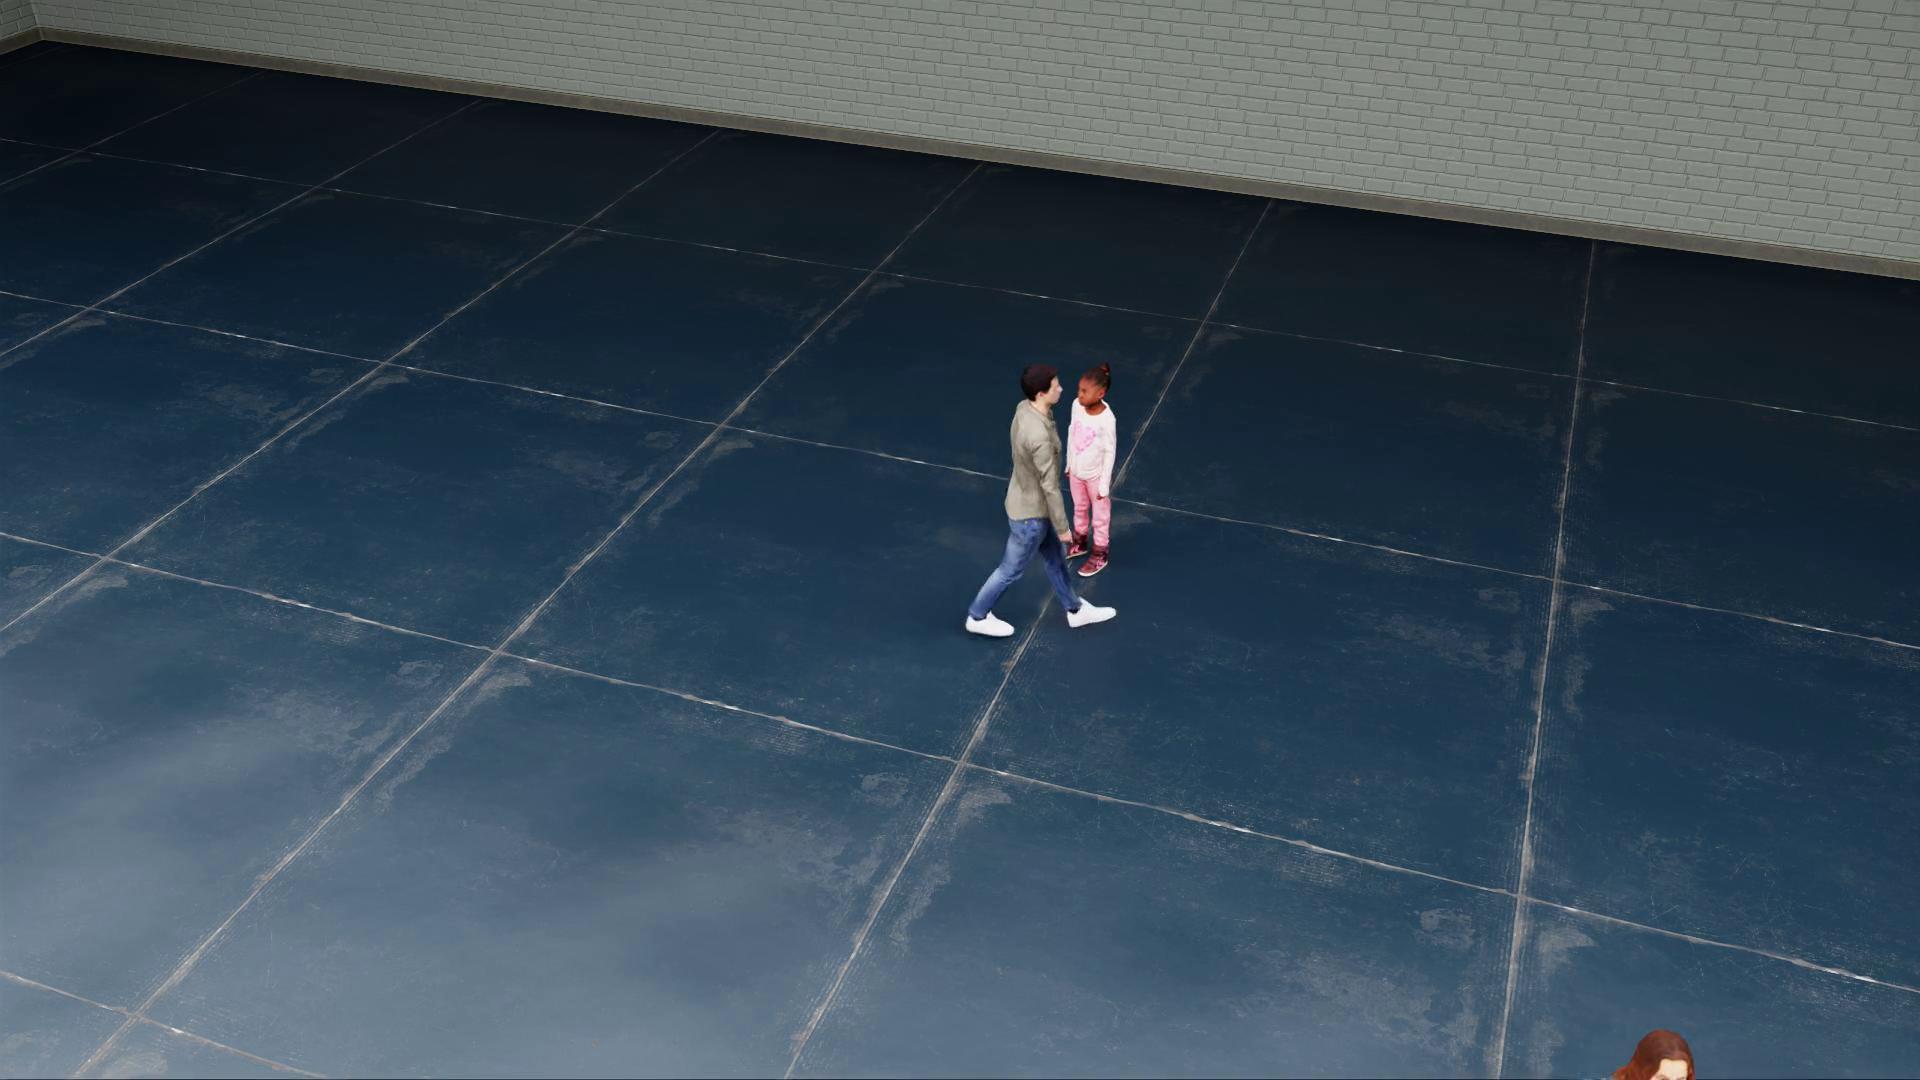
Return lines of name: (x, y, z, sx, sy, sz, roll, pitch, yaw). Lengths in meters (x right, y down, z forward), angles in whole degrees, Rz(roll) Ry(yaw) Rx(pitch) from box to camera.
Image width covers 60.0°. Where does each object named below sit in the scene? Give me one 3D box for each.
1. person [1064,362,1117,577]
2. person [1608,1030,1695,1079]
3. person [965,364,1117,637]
person: (0.827, -0.463, 10.522, 0.639, 1.442, 0.614, -23, 39, -31)
person: (2.442, 2.324, 6.239, 0.715, 1.441, 1.045, 3, 33, 5)
person: (0.335, -0.167, 9.722, 1.068, 1.818, 1.211, -1, 33, -2)
